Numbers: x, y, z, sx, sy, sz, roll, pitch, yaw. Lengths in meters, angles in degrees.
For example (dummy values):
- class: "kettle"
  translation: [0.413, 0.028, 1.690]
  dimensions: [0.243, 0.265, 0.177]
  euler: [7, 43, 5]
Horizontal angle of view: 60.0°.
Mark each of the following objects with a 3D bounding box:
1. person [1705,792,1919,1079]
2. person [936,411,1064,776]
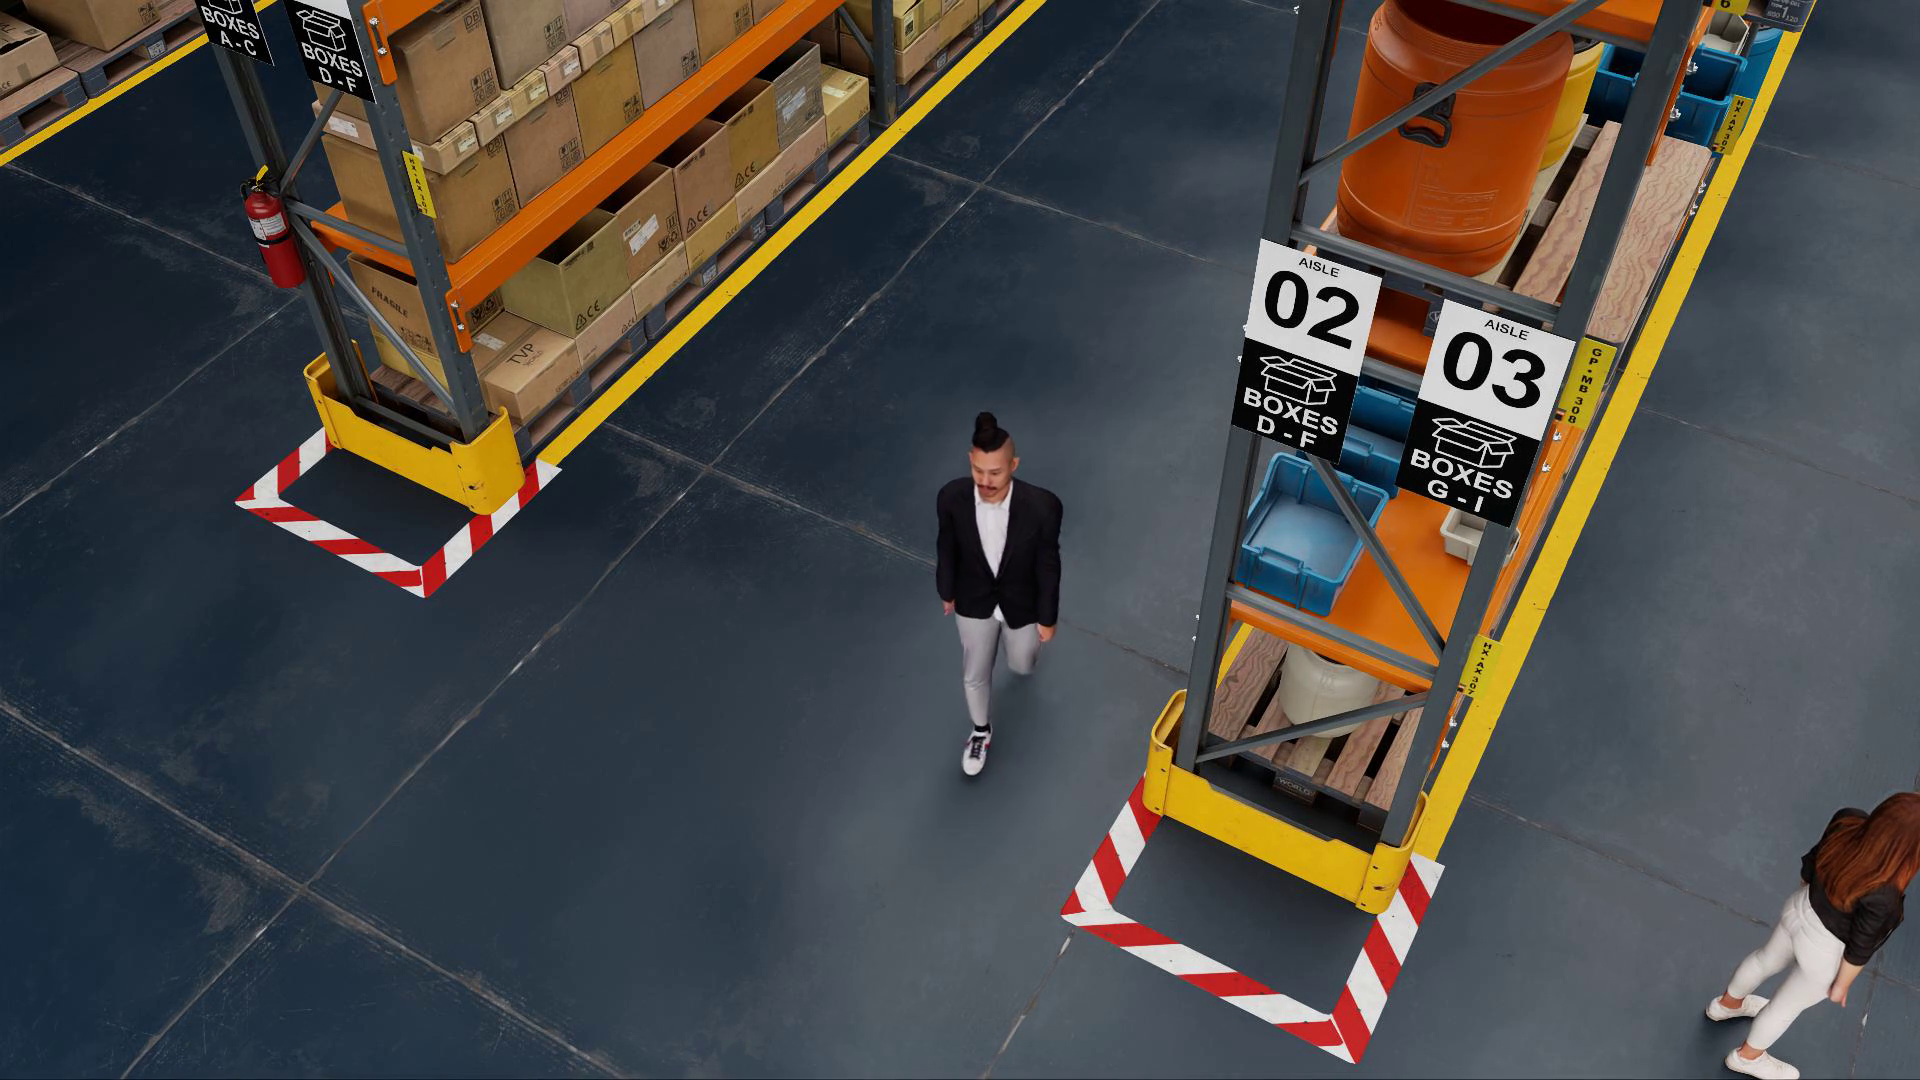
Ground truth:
- class: "person"
  translation: [3.178, 1.444, 6.139]
  dimensions: [0.745, 1.704, 0.625]
  euler: [0, 47, 0]
- class: "person"
  translation: [0.194, 0.157, 7.174]
  dimensions: [0.923, 1.931, 1.135]
  euler: [8, 48, 8]
